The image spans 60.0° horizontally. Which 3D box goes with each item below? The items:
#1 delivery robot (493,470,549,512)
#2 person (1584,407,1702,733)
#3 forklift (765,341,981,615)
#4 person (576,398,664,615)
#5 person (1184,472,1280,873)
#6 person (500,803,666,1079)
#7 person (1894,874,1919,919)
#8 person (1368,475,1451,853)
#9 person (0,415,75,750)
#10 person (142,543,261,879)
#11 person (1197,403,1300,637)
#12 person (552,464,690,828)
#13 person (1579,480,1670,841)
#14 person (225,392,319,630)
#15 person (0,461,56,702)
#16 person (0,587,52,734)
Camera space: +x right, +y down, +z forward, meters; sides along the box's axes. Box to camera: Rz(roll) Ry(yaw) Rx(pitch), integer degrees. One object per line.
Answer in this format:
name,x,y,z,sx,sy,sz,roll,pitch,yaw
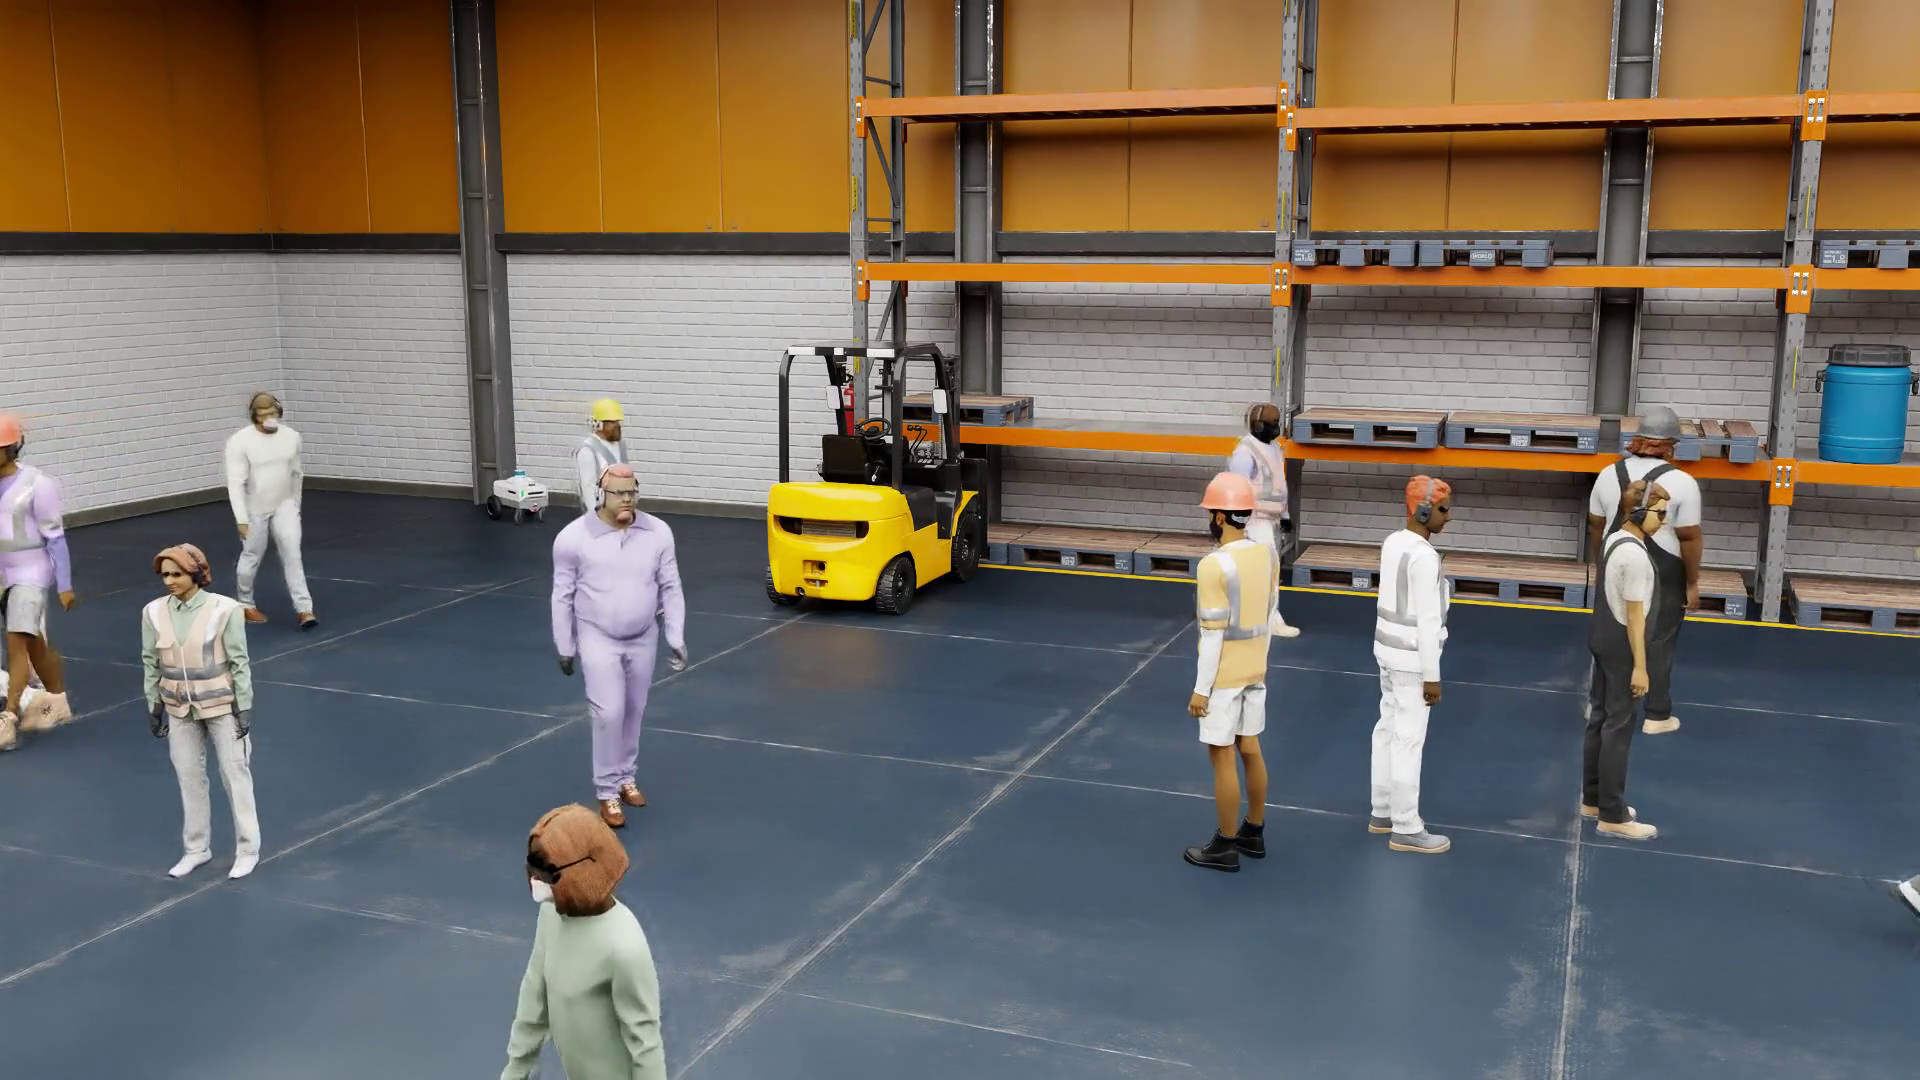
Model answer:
delivery robot,-4.781,-0.522,18.104,0.477,0.478,0.707,-9,14,-41
person,4.285,0.180,10.319,0.538,2.000,0.700,-7,12,-34
forklift,-0.739,-0.602,14.246,1.214,2.155,2.313,4,11,21
person,-2.753,-0.230,13.286,0.870,1.790,0.623,4,11,23
person,1.293,0.635,8.066,0.549,1.936,0.377,-10,14,-44
person,-1.019,1.469,4.334,0.653,1.607,0.496,-6,12,-32
person,4.243,0.863,6.886,0.597,1.912,0.435,-9,13,-40
person,2.265,0.611,8.349,0.361,1.886,0.574,-1,10,-5
person,-5.778,0.255,9.997,0.636,2.000,0.971,4,11,19
person,-3.613,0.816,7.928,0.522,1.630,0.322,1,10,6
person,2.251,-0.179,12.984,0.867,1.810,0.623,6,12,29
person,-1.766,0.543,8.740,0.651,1.886,0.733,-7,12,-34
person,3.407,0.603,8.528,0.347,1.838,0.505,1,10,6
person,-5.402,-0.222,12.999,1.045,1.875,0.660,8,13,39
person,-6.230,0.155,10.826,0.638,1.910,0.407,-4,11,-20
person,-5.907,0.354,9.995,0.629,1.818,0.637,-3,11,-18
